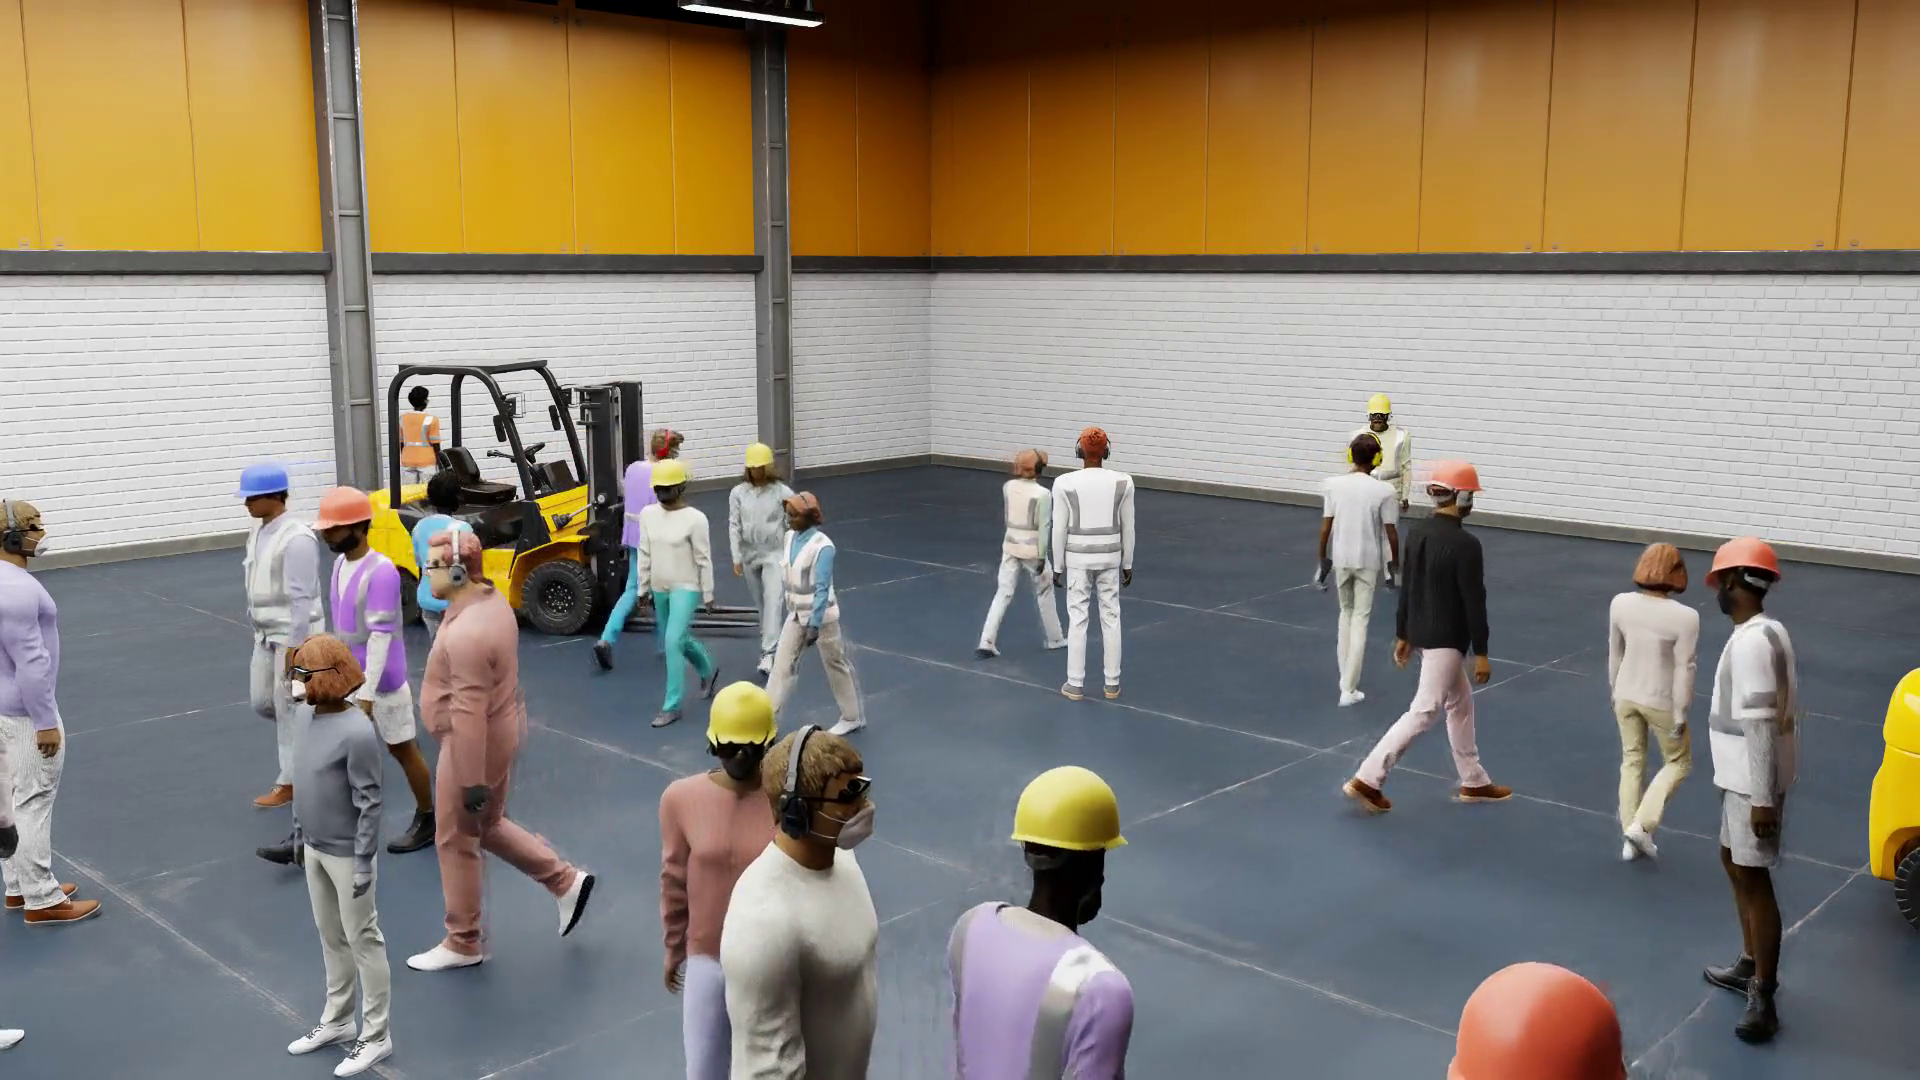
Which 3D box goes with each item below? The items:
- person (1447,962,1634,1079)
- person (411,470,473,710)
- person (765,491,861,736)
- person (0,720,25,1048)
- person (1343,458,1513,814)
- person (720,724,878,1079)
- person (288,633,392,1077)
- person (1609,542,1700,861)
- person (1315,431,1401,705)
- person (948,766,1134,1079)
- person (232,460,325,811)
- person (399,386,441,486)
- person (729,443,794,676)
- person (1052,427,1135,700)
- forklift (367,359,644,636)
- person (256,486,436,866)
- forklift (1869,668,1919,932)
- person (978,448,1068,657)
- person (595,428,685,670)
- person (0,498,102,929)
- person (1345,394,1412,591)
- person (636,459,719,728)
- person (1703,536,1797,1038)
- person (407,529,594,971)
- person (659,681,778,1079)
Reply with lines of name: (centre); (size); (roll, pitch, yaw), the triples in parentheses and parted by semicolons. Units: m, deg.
person: (0.894, 1.571, 2.597); (0.631, 1.943, 1.049); (8, 12, 41)
person: (-3.273, 0.401, 10.519); (0.545, 1.681, 0.442); (7, 11, 35)
person: (-0.968, 0.488, 10.284); (0.890, 1.582, 0.520); (-8, 12, -39)
person: (-3.741, 1.056, 5.974); (0.396, 1.879, 0.796); (3, 10, 17)
person: (2.556, 0.530, 9.009); (1.028, 1.945, 0.609); (-2, 9, -12)
person: (-0.338, 1.368, 3.839); (0.373, 1.940, 0.629); (1, 9, 8)
person: (-2.306, 1.146, 6.134); (0.497, 1.633, 0.284); (7, 12, 39)
person: (3.415, 0.808, 8.237); (0.377, 1.621, 0.503); (-7, 11, -36)
person: (2.749, 0.181, 11.395); (0.551, 1.843, 0.711); (6, 11, 32)
person: (0.155, 1.433, 3.690); (0.992, 1.869, 0.609); (-7, 11, -35)
person: (-3.674, 0.504, 9.172); (0.616, 1.926, 0.577); (8, 12, 40)
person: (-5.850, -0.821, 18.024); (0.537, 1.693, 0.320); (3, 10, 16)
person: (-1.442, 0.130, 12.199); (0.476, 1.685, 0.945); (2, 9, 9)
person: (0.909, 0.163, 11.397); (0.575, 1.882, 0.355); (-1, 9, -6)
forklift: (-3.850, -0.407, 13.936); (2.313, 2.155, 1.214); (2, 9, 11)
person: (-2.989, 0.685, 8.159); (0.562, 1.886, 0.963); (8, 12, 42)
forklift: (5.205, 0.723, 7.013); (2.313, 2.155, 1.214); (9, 13, 43)
person: (0.480, 0.095, 12.692); (0.523, 1.597, 0.864); (9, 13, 42)
person: (-2.326, 0.064, 12.294); (0.640, 1.796, 0.867); (7, 11, 35)
person: (-4.202, 0.772, 7.490); (0.372, 1.940, 0.632); (-9, 13, -43)
person: (3.822, -0.430, 15.228); (0.592, 1.825, 0.403); (2, 9, 12)
person: (-1.842, 0.300, 11.021); (0.508, 1.726, 0.848); (5, 11, 29)
person: (3.086, 0.959, 6.535); (0.403, 1.893, 0.745); (5, 10, 26)
person: (-1.976, 0.876, 7.012); (0.683, 1.885, 0.658); (-1, 9, -4)
person: (-0.644, 1.282, 4.953); (0.550, 1.733, 0.731); (0, 9, 2)
